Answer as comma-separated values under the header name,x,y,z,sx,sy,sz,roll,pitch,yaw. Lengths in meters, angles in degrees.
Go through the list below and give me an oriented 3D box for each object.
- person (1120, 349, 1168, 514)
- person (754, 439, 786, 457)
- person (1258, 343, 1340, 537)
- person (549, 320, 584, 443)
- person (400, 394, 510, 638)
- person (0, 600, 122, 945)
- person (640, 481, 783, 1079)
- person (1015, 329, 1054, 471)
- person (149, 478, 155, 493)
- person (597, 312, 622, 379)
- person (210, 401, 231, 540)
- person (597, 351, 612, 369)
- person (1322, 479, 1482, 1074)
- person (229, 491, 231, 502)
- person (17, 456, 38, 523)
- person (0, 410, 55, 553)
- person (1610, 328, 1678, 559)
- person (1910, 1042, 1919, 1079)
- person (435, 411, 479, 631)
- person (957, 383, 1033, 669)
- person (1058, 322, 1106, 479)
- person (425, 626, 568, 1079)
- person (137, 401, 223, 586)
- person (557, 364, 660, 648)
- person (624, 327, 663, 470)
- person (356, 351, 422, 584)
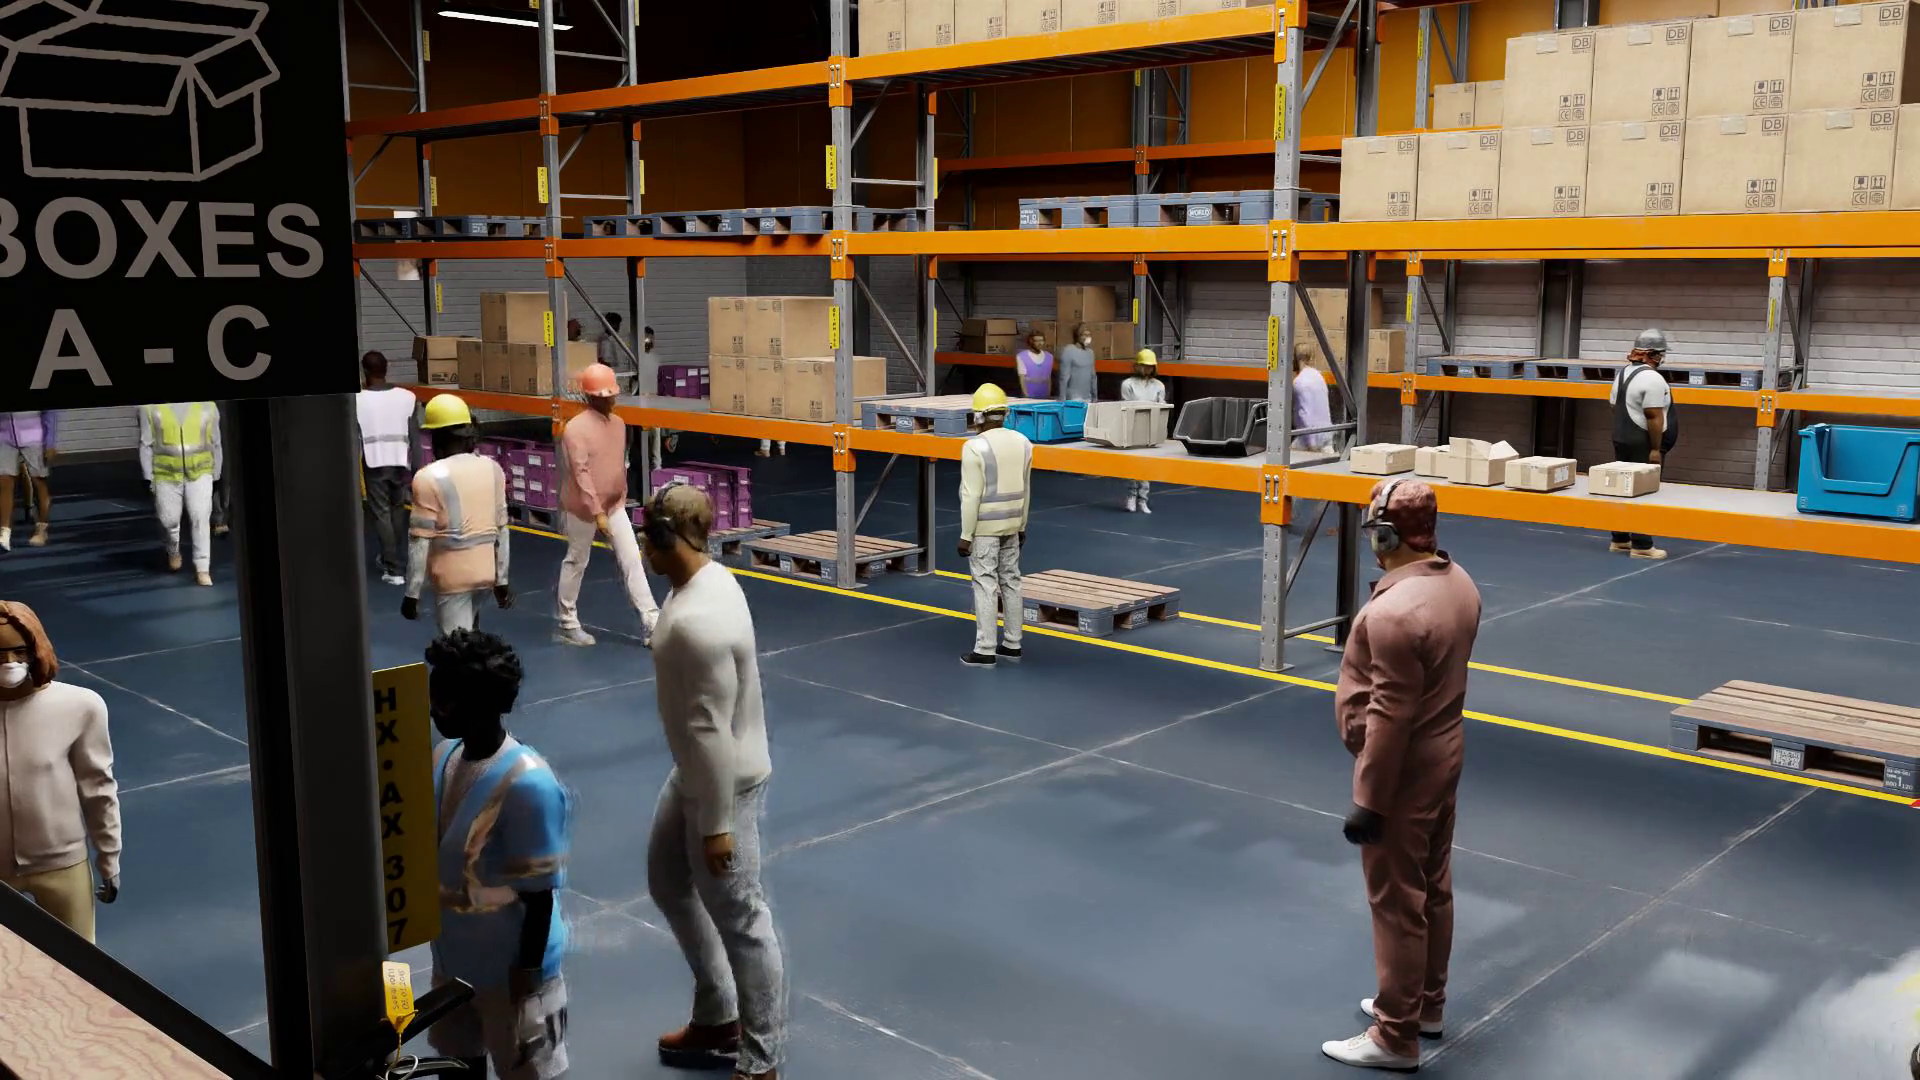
name,x,y,z,sx,sy,sz,roll,pitch,yaw
person,1.913,-1.125,17.349,0.516,1.724,0.396,-3,10,-16
person,-2.626,-2.064,22.777,0.634,1.841,0.429,-9,13,-43
person,3.385,-0.950,15.953,1.061,1.867,0.629,7,12,37
person,-5.441,-2.157,23.367,0.599,1.831,0.978,1,9,8
person,-2.661,0.195,8.724,0.471,1.913,0.595,4,10,23
person,-2.711,0.970,4.839,0.499,1.628,0.278,-4,10,-25
person,-0.790,0.773,5.174,0.469,1.912,0.722,-2,9,-12
person,0.970,-1.761,21.077,0.564,1.791,0.996,-4,10,-25
person,-9.075,-1.439,18.976,0.558,1.839,0.438,-4,10,-24
person,-5.295,-2.426,24.719,0.617,1.930,0.695,-2,10,-13
person,-7.021,-0.908,15.803,0.531,1.802,0.912,-7,12,-37
person,-4.581,-1.653,20.960,0.519,1.603,0.601,1,9,5
person,1.403,0.749,5.354,0.404,1.903,0.636,7,11,35
person,-7.613,-1.125,17.752,0.532,1.602,0.770,-7,12,-37
person,-9.593,-1.115,16.696,0.543,1.928,0.371,-6,11,-34
person,-8.540,-0.883,15.035,0.635,2.000,0.983,-2,9,-9
person,6.103,-0.865,14.816,0.536,2.000,0.683,-1,9,-6
person,1.268,1.368,2.111,0.535,1.720,0.893,-8,12,-41
person,-3.085,0.037,10.336,0.319,1.694,0.537,4,10,22
person,0.202,-0.091,10.708,0.404,1.829,0.600,9,13,44
person,1.474,-1.730,20.533,0.840,1.911,0.647,7,12,38
person,-1.158,1.052,4.175,0.570,1.703,0.434,8,13,42
person,-6.356,-0.555,13.592,0.632,1.821,0.737,-5,10,-28
person,-2.339,-0.206,11.106,1.071,1.921,0.620,5,11,30
person,-3.977,-1.748,20.821,0.780,1.851,0.522,9,13,43
person,-4.782,-0.600,13.663,0.617,1.880,0.824,-8,12,-40
